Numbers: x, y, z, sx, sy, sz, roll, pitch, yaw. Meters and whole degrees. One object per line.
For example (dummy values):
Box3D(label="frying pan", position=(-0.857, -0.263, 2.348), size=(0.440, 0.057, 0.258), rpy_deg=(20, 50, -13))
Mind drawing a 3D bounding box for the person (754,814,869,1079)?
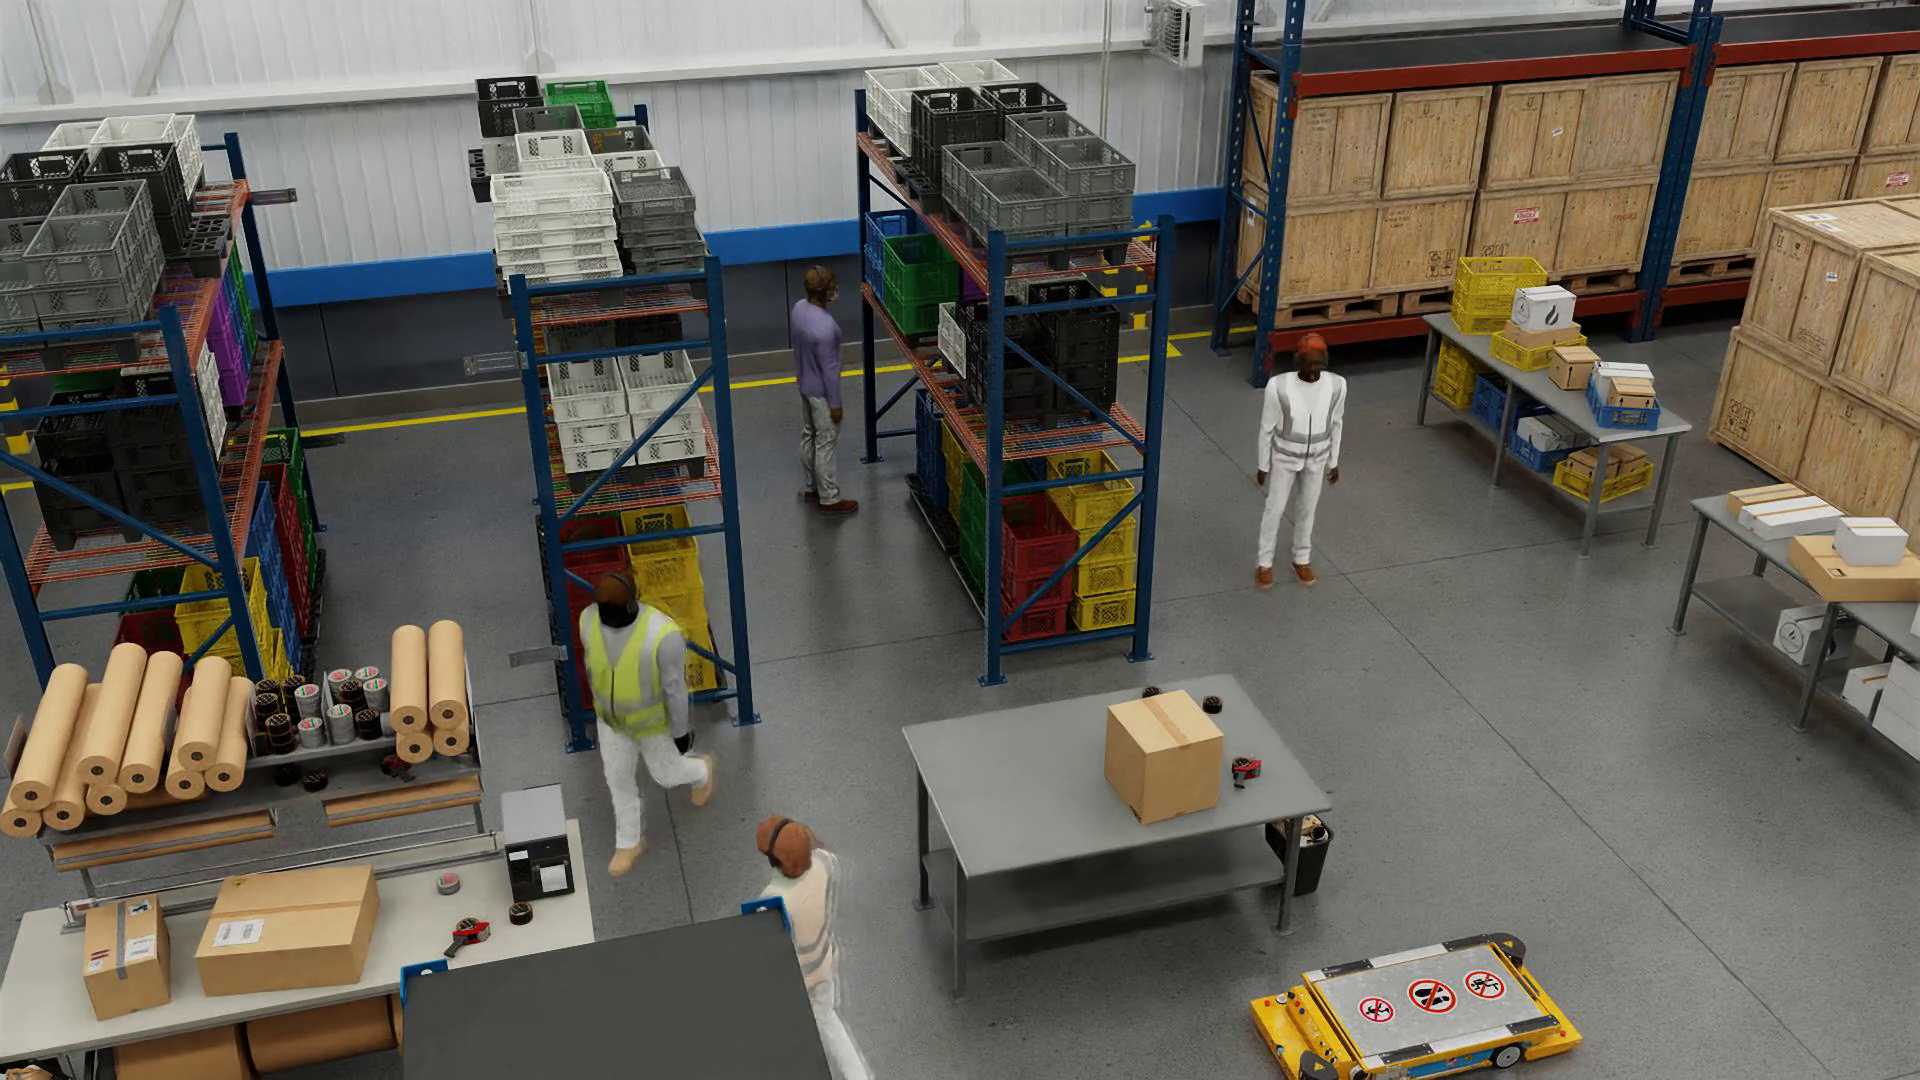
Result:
Box3D(label="person", position=(-0.699, 1.889, 7.324), size=(0.724, 1.619, 0.522), rpy_deg=(19, 34, 31))

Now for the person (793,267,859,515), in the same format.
Box3D(label="person", position=(-1.055, -1.104, 12.452), size=(0.469, 1.938, 0.659), rpy_deg=(-13, 31, -22))

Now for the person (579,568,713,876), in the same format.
Box3D(label="person", position=(-1.694, 0.884, 8.934), size=(0.645, 1.812, 0.754), rpy_deg=(10, 30, 18))

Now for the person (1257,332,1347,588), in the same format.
Box3D(label="person", position=(2.334, -0.544, 11.459), size=(0.584, 1.882, 0.337), rpy_deg=(-3, 29, -6))

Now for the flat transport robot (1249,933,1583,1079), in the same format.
Box3D(label="flat transport robot", position=(2.184, 2.282, 7.980), size=(1.431, 0.197, 0.652), rpy_deg=(-8, 30, -14))
